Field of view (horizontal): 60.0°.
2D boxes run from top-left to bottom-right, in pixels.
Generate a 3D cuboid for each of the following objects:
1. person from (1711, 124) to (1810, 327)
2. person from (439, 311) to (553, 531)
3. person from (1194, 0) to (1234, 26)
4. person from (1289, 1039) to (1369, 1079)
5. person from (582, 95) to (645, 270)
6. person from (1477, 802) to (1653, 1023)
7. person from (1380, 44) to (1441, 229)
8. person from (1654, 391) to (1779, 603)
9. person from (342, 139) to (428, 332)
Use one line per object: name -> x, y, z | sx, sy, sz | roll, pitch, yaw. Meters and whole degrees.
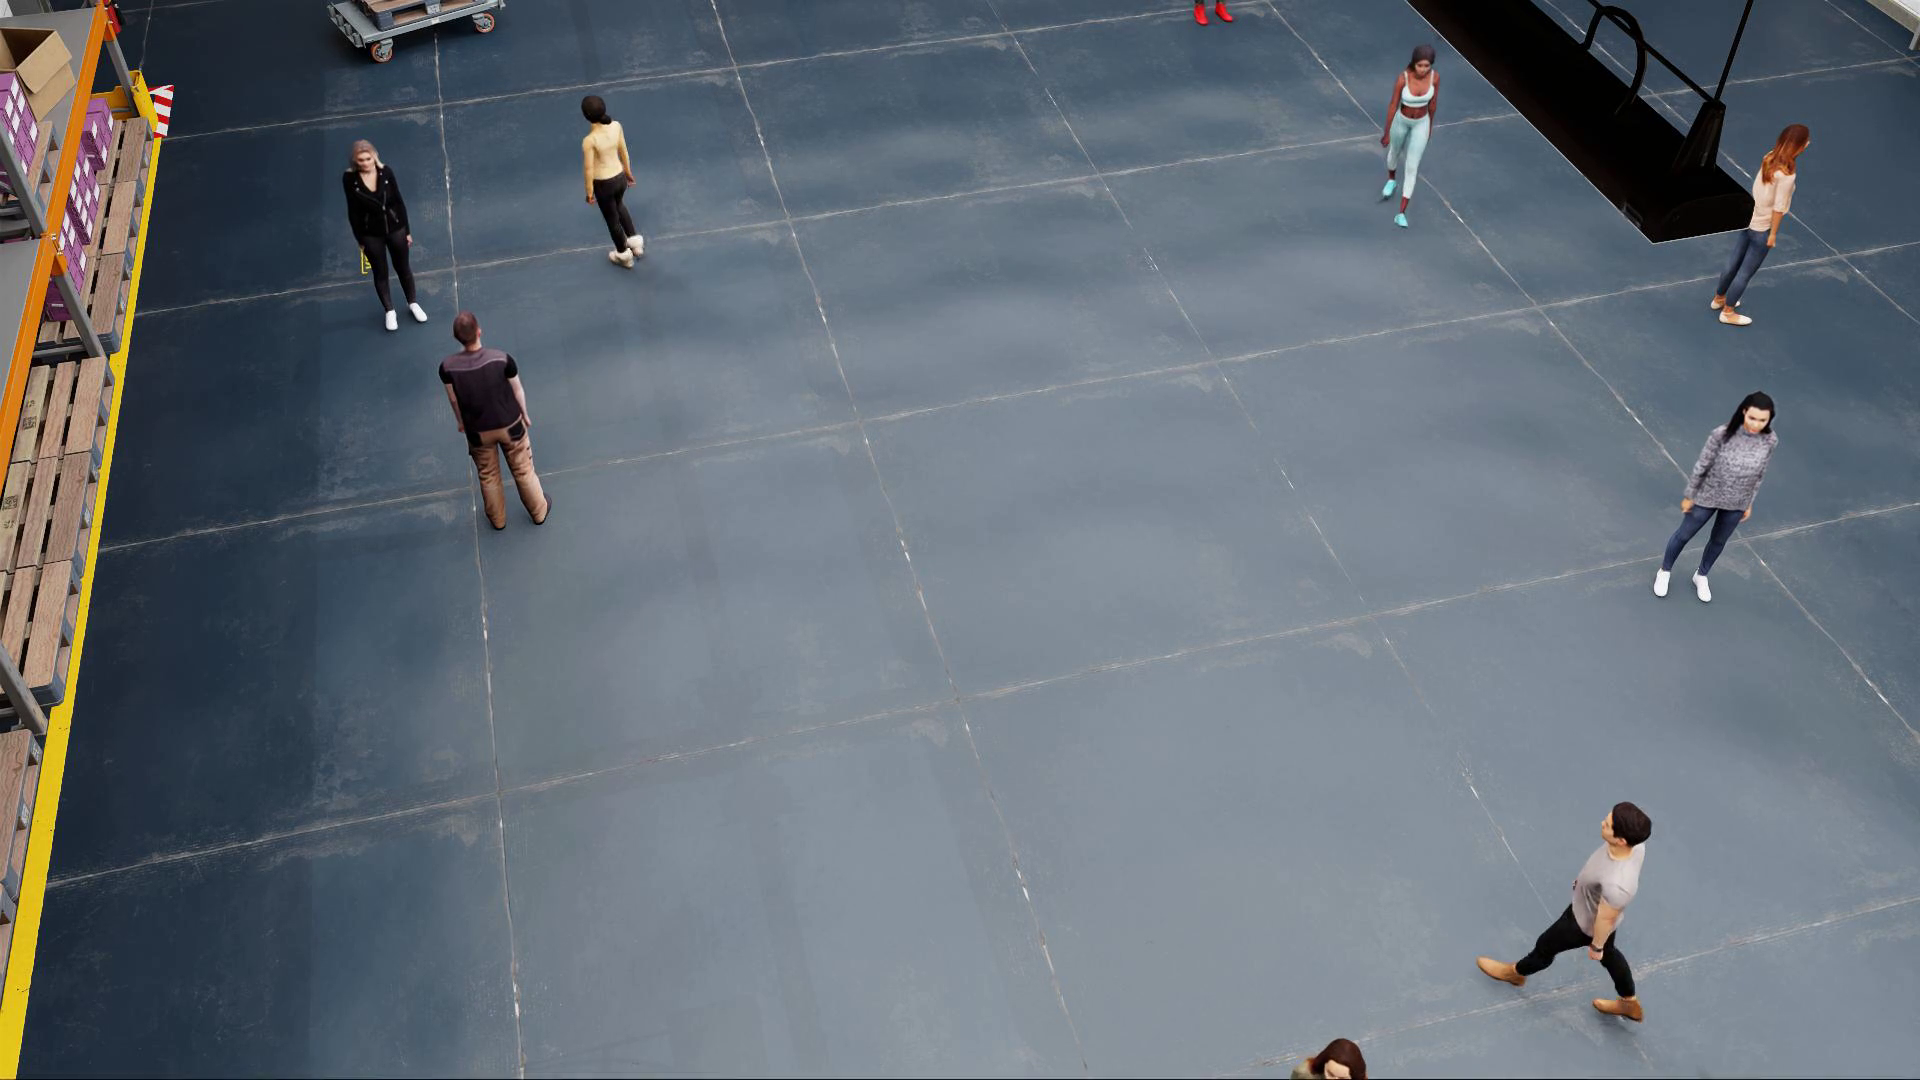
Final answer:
person -> 6.529, -2.585, 13.583 | 0.693, 1.792, 0.537 | -1, 44, -1
person -> -3.291, -0.830, 11.703 | 0.698, 1.843, 0.611 | -6, 44, -6
person -> 2.740, -6.355, 17.531 | 0.647, 1.804, 0.553 | -13, 45, -14
person -> 1.757, 2.857, 8.100 | 0.651, 1.475, 0.676 | 14, 45, 15
person -> -2.920, -3.016, 14.136 | 0.793, 1.652, 0.749 | 29, 51, 27
person -> 3.460, 2.025, 8.825 | 1.182, 1.679, 1.110 | 23, 48, 22
person -> 4.011, -3.693, 14.840 | 0.911, 1.663, 1.195 | 7, 44, 7
person -> 5.141, -0.301, 11.228 | 0.689, 1.732, 0.663 | 7, 44, 7
person -> -4.715, -2.512, 13.581 | 0.647, 1.688, 0.598 | -19, 47, -19
